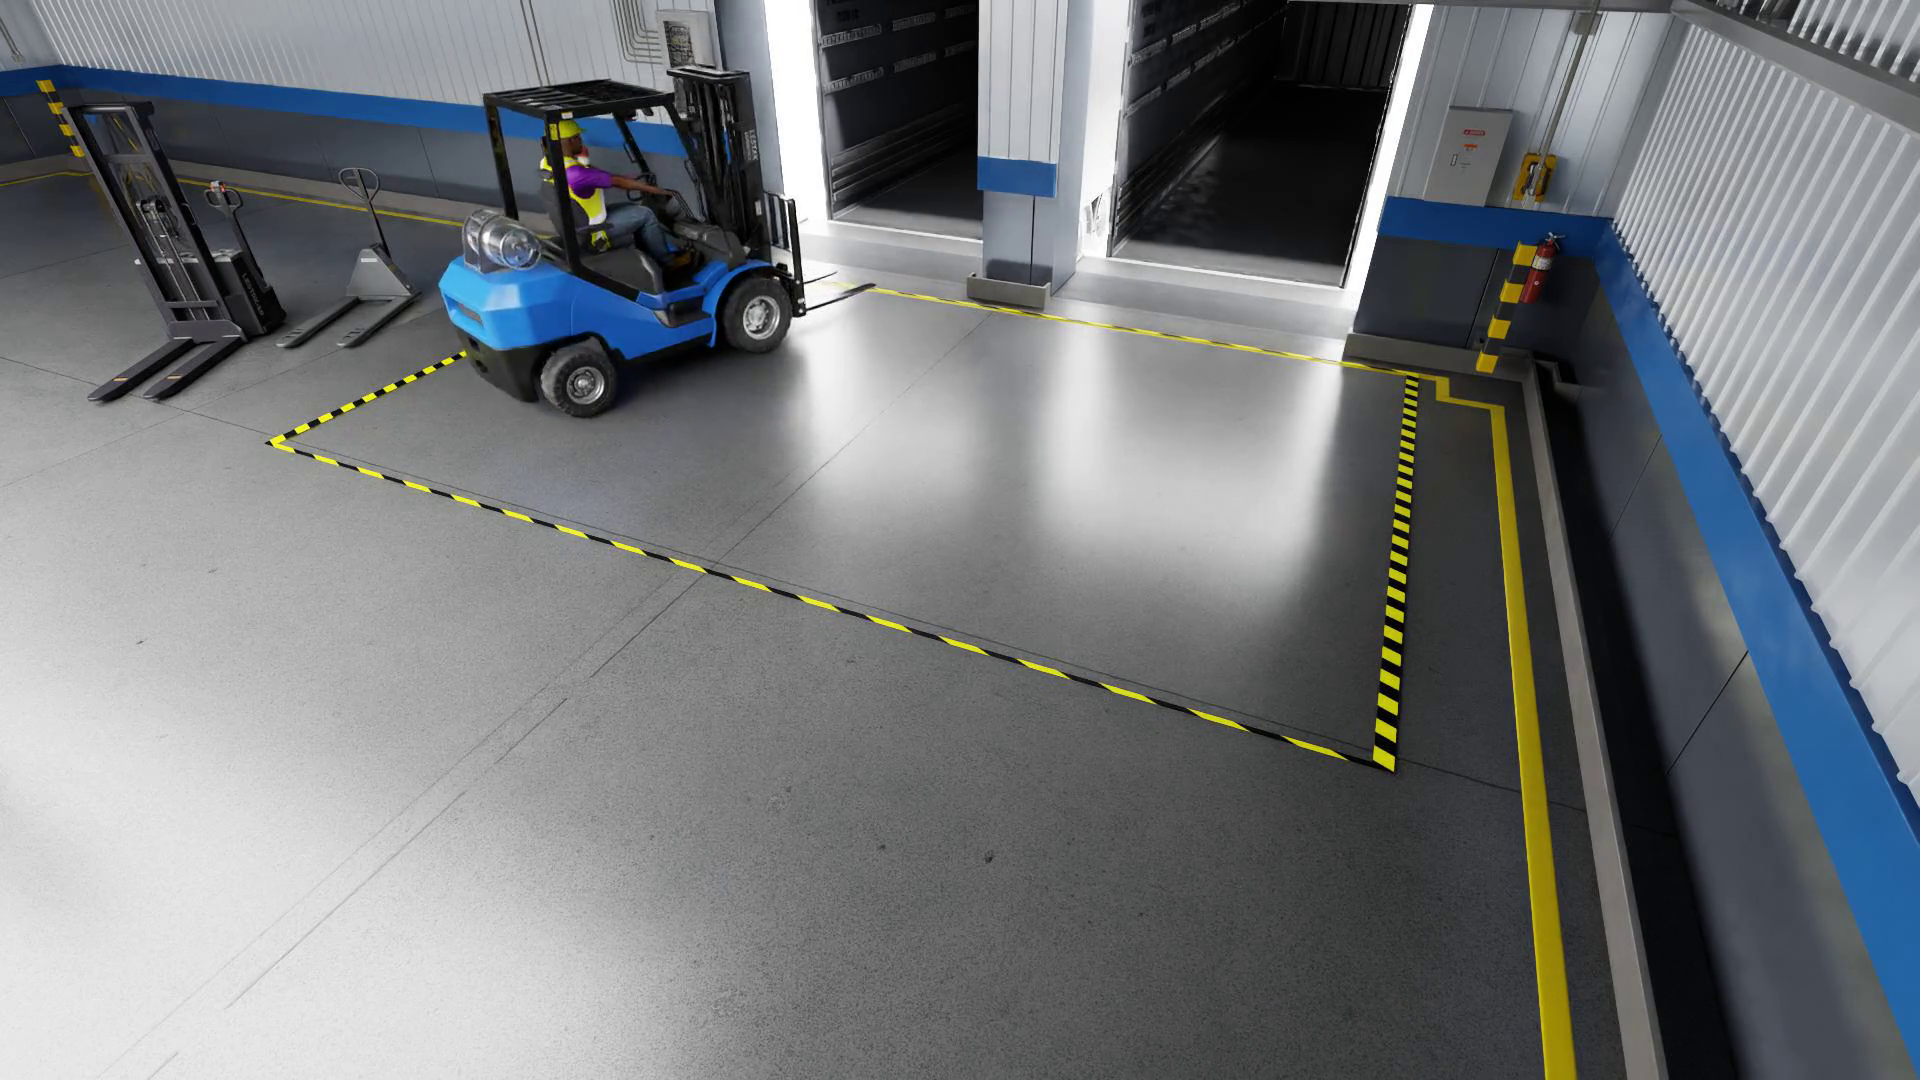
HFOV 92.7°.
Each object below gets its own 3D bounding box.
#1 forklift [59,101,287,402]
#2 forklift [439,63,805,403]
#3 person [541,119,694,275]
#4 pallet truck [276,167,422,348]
[{"bbox_3d":[-6.686,-2.387,7.434,0.823,1.965,1.885,-3,35,-5],"label":"forklift"},{"bbox_3d":[-2.722,-2.526,7.322,1.157,2.036,2.680,29,44,35],"label":"forklift"},{"bbox_3d":[-2.675,-2.701,7.246,0.635,1.294,1.004,29,44,35],"label":"person"},{"bbox_3d":[-5.732,-2.611,8.414,0.680,1.201,1.601,-1,35,-1],"label":"pallet truck"}]
